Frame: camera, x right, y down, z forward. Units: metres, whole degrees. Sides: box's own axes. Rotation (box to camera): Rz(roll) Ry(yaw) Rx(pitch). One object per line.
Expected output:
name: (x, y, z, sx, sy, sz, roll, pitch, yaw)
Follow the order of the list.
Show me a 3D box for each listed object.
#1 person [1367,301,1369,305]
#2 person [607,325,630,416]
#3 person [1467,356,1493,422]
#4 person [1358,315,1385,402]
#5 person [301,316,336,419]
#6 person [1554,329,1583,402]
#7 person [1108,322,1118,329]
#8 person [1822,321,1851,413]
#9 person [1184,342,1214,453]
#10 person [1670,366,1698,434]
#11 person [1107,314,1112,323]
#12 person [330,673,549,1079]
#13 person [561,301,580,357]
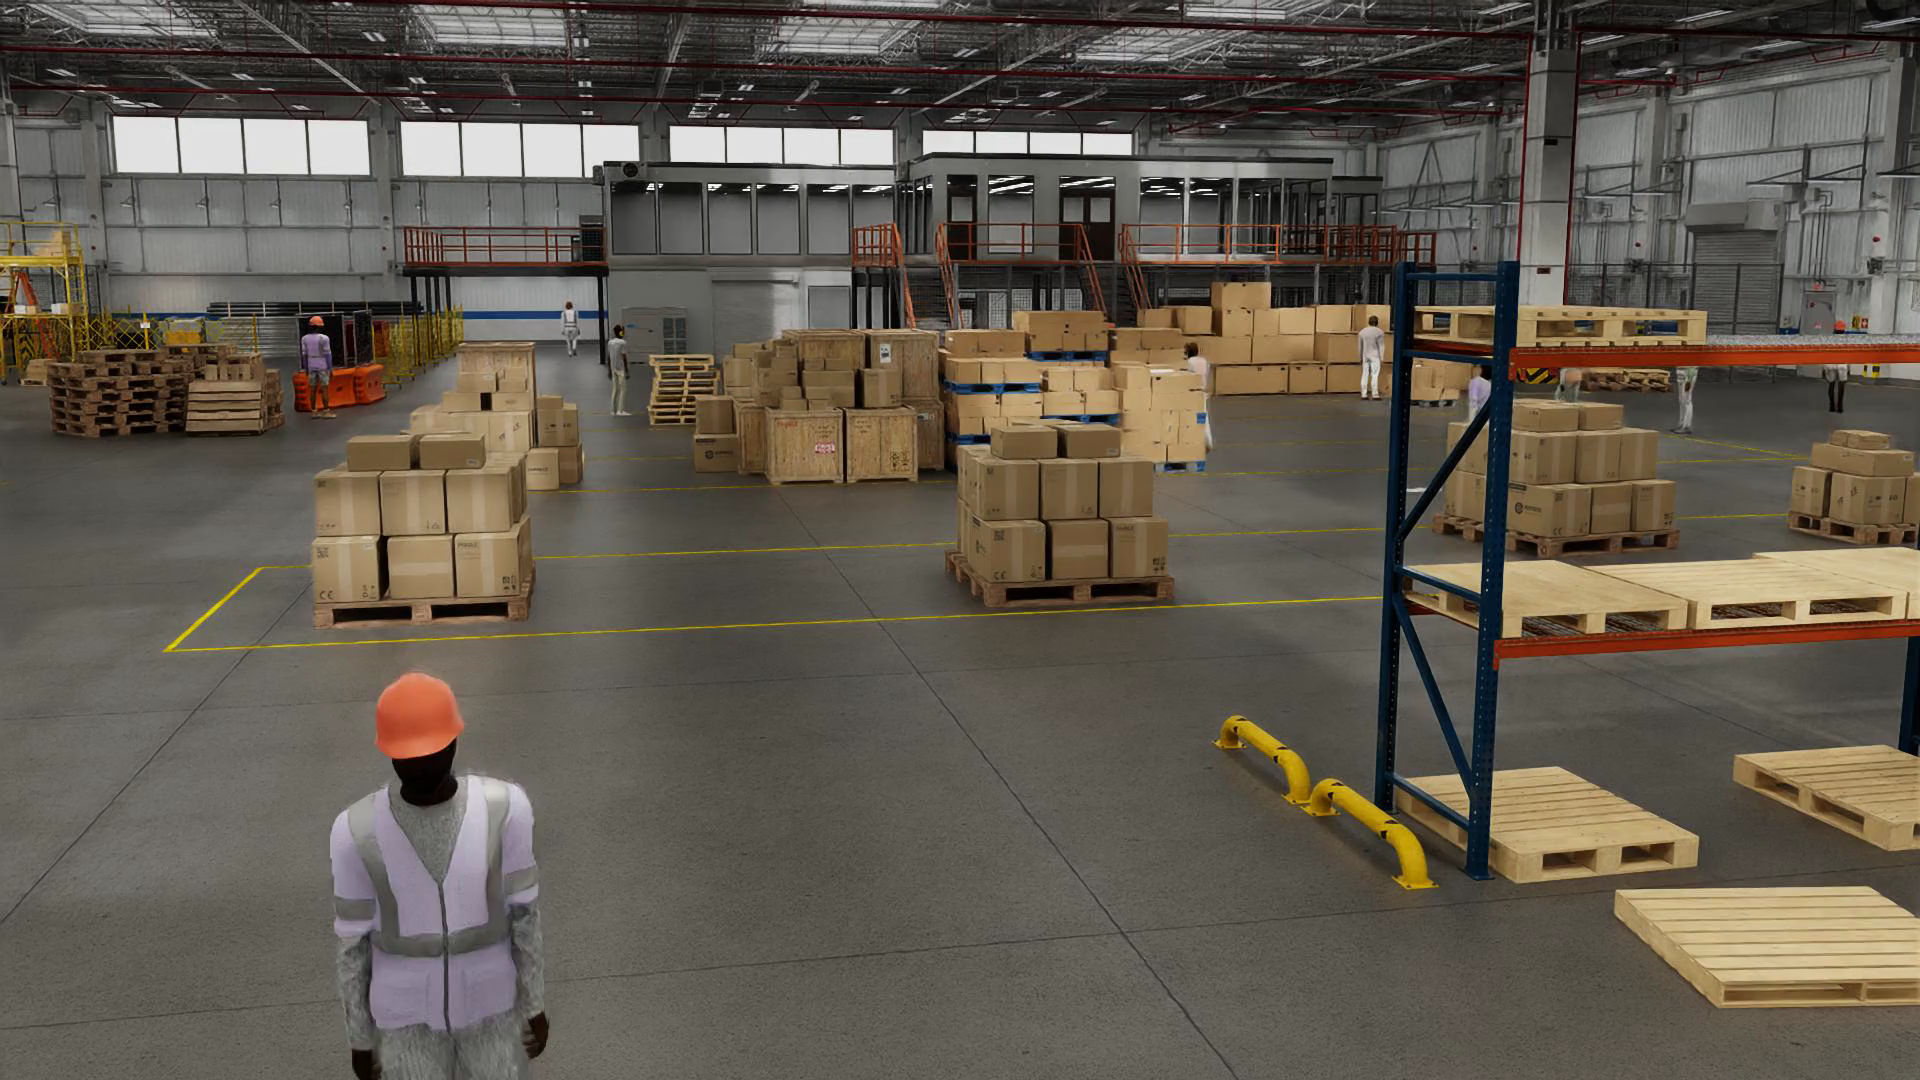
person: (12.663, -6.400, 51.332, 0.625, 1.990, 0.395, -9, 13, -42)
person: (-6.917, -3.408, 33.525, 0.573, 1.850, 0.450, 7, 11, 35)
person: (6.797, -1.492, 21.643, 0.376, 1.924, 0.597, 8, 13, 42)
person: (9.226, -4.072, 37.306, 0.629, 1.940, 0.379, 9, 13, 44)
person: (-12.686, -3.401, 32.900, 0.607, 2.044, 0.372, 2, 9, 10)
person: (11.134, -2.943, 30.566, 0.604, 1.893, 0.867, -4, 10, -23)
person: (3.017, -3.154, 31.667, 0.848, 1.961, 0.599, -8, 12, -40)
person: (18.110, -3.563, 34.339, 0.564, 1.888, 0.963, 4, 10, 21)
person: (3.806, -2.319, 27.089, 0.621, 1.799, 0.976, -5, 11, -30)
person: (13.106, -2.885, 30.042, 0.393, 1.946, 0.617, 2, 10, 11)
person: (3.713, -4.925, 42.908, 0.776, 1.821, 0.635, -5, 10, -26)
person: (-1.467, 1.285, 4.720, 0.560, 1.918, 0.558, -3, 10, -19)
person: (-13.048, -7.048, 55.642, 0.621, 1.869, 0.426, -3, 10, -16)
